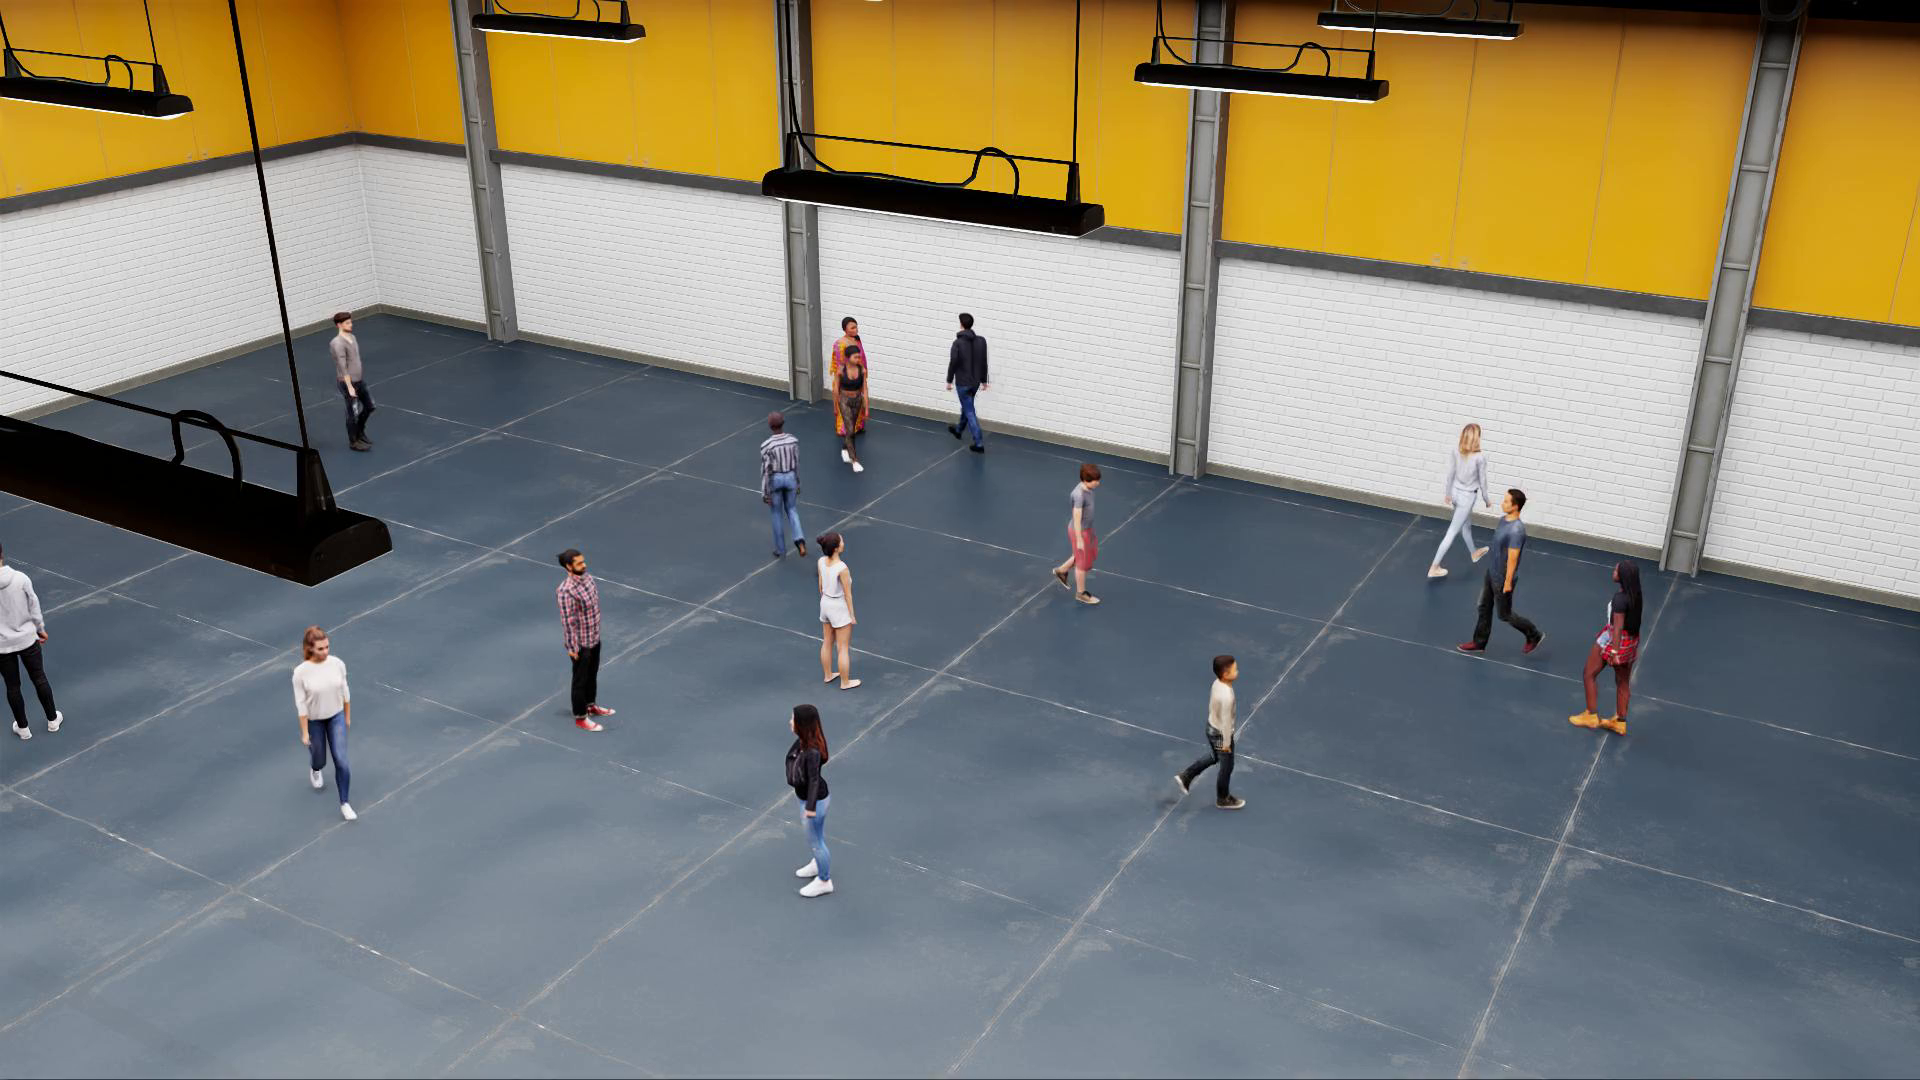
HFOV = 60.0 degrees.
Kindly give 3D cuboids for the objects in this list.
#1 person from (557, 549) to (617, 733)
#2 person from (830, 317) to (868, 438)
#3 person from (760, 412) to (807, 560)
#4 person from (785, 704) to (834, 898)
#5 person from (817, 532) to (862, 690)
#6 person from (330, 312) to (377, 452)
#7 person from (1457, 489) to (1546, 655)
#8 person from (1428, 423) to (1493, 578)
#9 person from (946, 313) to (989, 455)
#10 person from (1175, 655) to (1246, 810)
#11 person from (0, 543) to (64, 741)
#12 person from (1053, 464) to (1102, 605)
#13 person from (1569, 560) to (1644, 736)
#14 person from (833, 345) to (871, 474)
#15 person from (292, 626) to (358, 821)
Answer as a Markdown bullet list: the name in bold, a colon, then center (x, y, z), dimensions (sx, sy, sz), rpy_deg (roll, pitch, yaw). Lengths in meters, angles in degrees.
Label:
- **person**: center (-3.485, 0.891, 15.356), dimensions (0.719, 1.761, 0.762), rpy_deg (5, 24, 11)
- **person**: center (-1.483, -2.247, 22.631), dimensions (0.675, 1.683, 0.662), rpy_deg (16, 28, 32)
- **person**: center (-1.952, -0.559, 18.653), dimensions (0.848, 1.777, 0.946), rpy_deg (-14, 27, -28)
- **person**: center (-1.159, 2.005, 12.972), dimensions (0.766, 1.629, 0.718), rpy_deg (-5, 24, -11)
- **person**: center (-1.202, 0.672, 16.058), dimensions (0.554, 1.600, 0.674), rpy_deg (20, 31, 38)
- **person**: center (-8.132, -2.083, 22.001), dimensions (0.748, 1.889, 0.775), rpy_deg (4, 24, 9)
- **person**: center (5.494, 0.350, 16.559), dimensions (1.160, 1.789, 0.963), rpy_deg (1, 24, 2)
- **person**: center (5.477, -0.386, 18.301), dimensions (1.077, 1.742, 1.188), rpy_deg (-12, 26, -26)
- **person**: center (0.142, -2.018, 21.919), dimensions (1.052, 1.834, 1.311), rpy_deg (-14, 27, -30)
- **person**: center (2.139, 1.626, 14.064), dimensions (0.926, 1.449, 0.816), rpy_deg (-2, 24, -4)
- **person**: center (-8.620, 0.892, 15.143), dimensions (0.767, 1.929, 0.741), rpy_deg (-15, 28, -31)
- **person**: center (1.237, -0.090, 17.772), dimensions (0.820, 1.625, 0.644), rpy_deg (7, 25, 16)
- **person**: center (6.084, 1.012, 15.148), dimensions (0.693, 1.706, 0.776), rpy_deg (-21, 31, -40)
- **person**: center (-1.452, -1.743, 21.520), dimensions (0.988, 1.650, 1.130), rpy_deg (-8, 25, -18)
- **person**: center (-5.380, 1.512, 14.010), dimensions (0.881, 1.702, 1.098), rpy_deg (-16, 28, -32)
